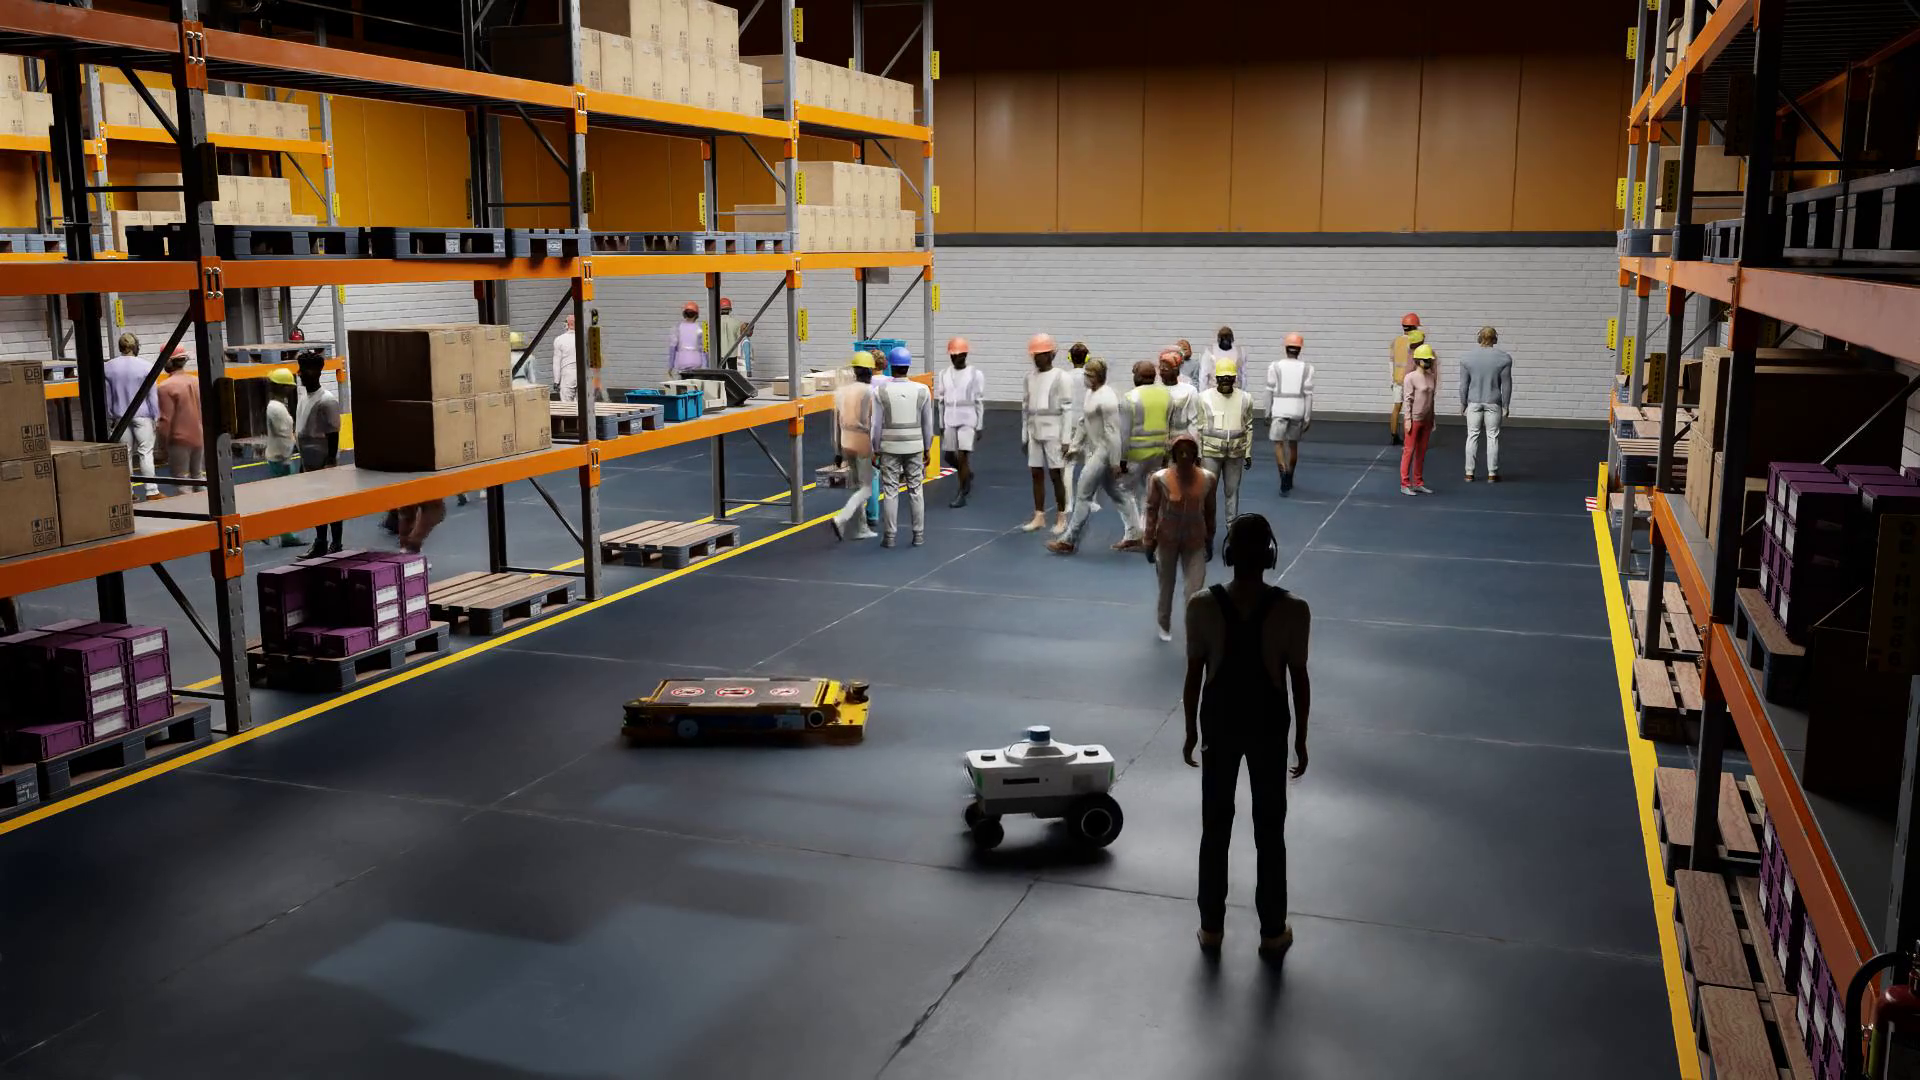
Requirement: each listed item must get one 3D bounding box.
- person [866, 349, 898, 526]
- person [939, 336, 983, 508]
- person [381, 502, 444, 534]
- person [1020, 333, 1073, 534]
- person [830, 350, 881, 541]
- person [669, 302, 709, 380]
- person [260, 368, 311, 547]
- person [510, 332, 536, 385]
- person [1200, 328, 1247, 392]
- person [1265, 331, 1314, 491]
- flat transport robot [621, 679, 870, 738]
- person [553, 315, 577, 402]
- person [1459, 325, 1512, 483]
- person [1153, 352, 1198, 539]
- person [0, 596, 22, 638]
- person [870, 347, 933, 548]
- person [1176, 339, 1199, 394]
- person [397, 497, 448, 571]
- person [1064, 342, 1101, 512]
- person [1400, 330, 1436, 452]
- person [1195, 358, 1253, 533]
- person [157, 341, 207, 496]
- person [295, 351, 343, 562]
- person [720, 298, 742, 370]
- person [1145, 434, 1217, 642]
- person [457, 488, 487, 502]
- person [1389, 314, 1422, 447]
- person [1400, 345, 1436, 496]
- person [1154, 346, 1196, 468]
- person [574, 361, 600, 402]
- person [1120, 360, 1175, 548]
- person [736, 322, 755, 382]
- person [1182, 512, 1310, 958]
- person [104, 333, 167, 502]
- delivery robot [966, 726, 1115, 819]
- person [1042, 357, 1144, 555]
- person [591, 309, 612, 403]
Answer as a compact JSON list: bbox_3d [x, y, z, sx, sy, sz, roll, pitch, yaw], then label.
[{"bbox_3d":[-0.847,-1.061,17.343,0.573,1.843,0.374,-7,12,-35],"label":"person"},{"bbox_3d":[0.029,-1.338,18.714,0.546,1.922,0.654,5,11,24],"label":"person"},{"bbox_3d":[-5.658,-1.027,17.046,0.554,1.896,0.983,4,11,20],"label":"person"},{"bbox_3d":[0.854,-1.073,16.870,0.611,2.043,0.387,9,13,41],"label":"person"},{"bbox_3d":[-1.031,-0.899,16.295,0.618,1.901,0.708,8,13,36],"label":"person"},{"bbox_3d":[-4.376,-2.866,27.112,0.638,1.982,1.043,0,10,1],"label":"person"},{"bbox_3d":[-6.567,-0.781,16.029,0.449,1.744,0.541,-4,11,-20],"label":"person"},{"bbox_3d":[-6.188,-2.038,23.197,0.493,1.713,0.633,-7,12,-35],"label":"person"},{"bbox_3d":[3.636,-2.031,22.967,0.647,1.792,0.984,1,10,4],"label":"person"},{"bbox_3d":[3.897,-1.508,19.662,0.548,1.918,0.786,1,10,5],"label":"person"},{"bbox_3d":[-1.281,1.013,10.099,1.431,0.197,0.652,0,10,1],"label":"flat transport robot"},{"bbox_3d":[-5.716,-2.378,24.631,0.654,1.897,0.403,-7,12,-35],"label":"person"},{"bbox_3d":[6.471,-1.670,20.512,0.632,1.940,0.372,5,11,24],"label":"person"},{"bbox_3d":[2.050,-0.905,16.354,0.572,1.886,0.355,6,12,32],"label":"person"},{"bbox_3d":[-6.850,-0.068,11.590,0.528,1.901,0.575,-7,12,-34],"label":"person"},{"bbox_3d":[-0.567,-0.889,16.082,0.616,1.946,0.392,-2,10,-14],"label":"person"},{"bbox_3d":[3.047,-1.947,22.929,0.498,1.633,0.280,0,10,1],"label":"person"},{"bbox_3d":[-4.849,-0.632,14.763,0.653,1.894,0.422,6,12,30],"label":"person"},{"bbox_3d":[1.292,-1.227,18.248,0.589,1.862,0.381,2,10,9],"label":"person"},{"bbox_3d":[6.505,-2.108,23.563,0.663,1.737,0.426,-7,12,-33],"label":"person"},{"bbox_3d":[2.578,-0.867,16.286,0.593,1.833,0.404,-1,10,-4],"label":"person"},{"bbox_3d":[-7.685,-0.974,16.435,0.395,1.994,0.619,2,10,12],"label":"person"},{"bbox_3d":[-5.887,-0.746,15.230,0.611,1.966,0.362,9,14,42],"label":"person"},{"bbox_3d":[-4.117,-3.262,29.314,0.613,1.997,0.374,-2,10,-12],"label":"person"},{"bbox_3d":[1.588,0.018,11.995,0.522,1.589,0.893,1,10,3],"label":"person"},{"bbox_3d":[-5.597,-1.350,19.013,0.527,1.845,0.795,0,10,-3],"label":"person"},{"bbox_3d":[6.481,-2.314,24.199,0.452,1.937,0.562,-6,12,-31],"label":"person"},{"bbox_3d":[5.392,-1.403,19.495,0.524,1.769,0.308,-8,13,-37],"label":"person"},{"bbox_3d":[2.163,-1.097,17.495,0.668,1.873,0.496,7,12,35],"label":"person"},{"bbox_3d":[-5.423,-2.172,24.054,0.381,1.685,0.543,2,10,13],"label":"person"},{"bbox_3d":[1.770,-0.820,16.034,0.645,1.827,0.431,-5,11,-27],"label":"person"},{"bbox_3d":[-3.569,-2.804,27.745,0.314,1.639,0.515,-3,10,-15],"label":"person"},{"bbox_3d":[1.174,0.803,6.851,0.517,1.842,0.326,3,10,14],"label":"person"},{"bbox_3d":[-9.363,-1.373,18.842,0.630,1.938,0.366,0,10,1],"label":"person"},{"bbox_3d":[0.391,1.160,8.205,0.707,0.478,0.477,-2,10,-8],"label":"delivery robot"},{"bbox_3d":[1.307,-0.782,15.687,0.992,1.880,0.649,0,10,-2],"label":"person"},{"bbox_3d":[-6.346,-3.088,28.819,0.538,1.819,0.961,7,12,33],"label":"person"}]
